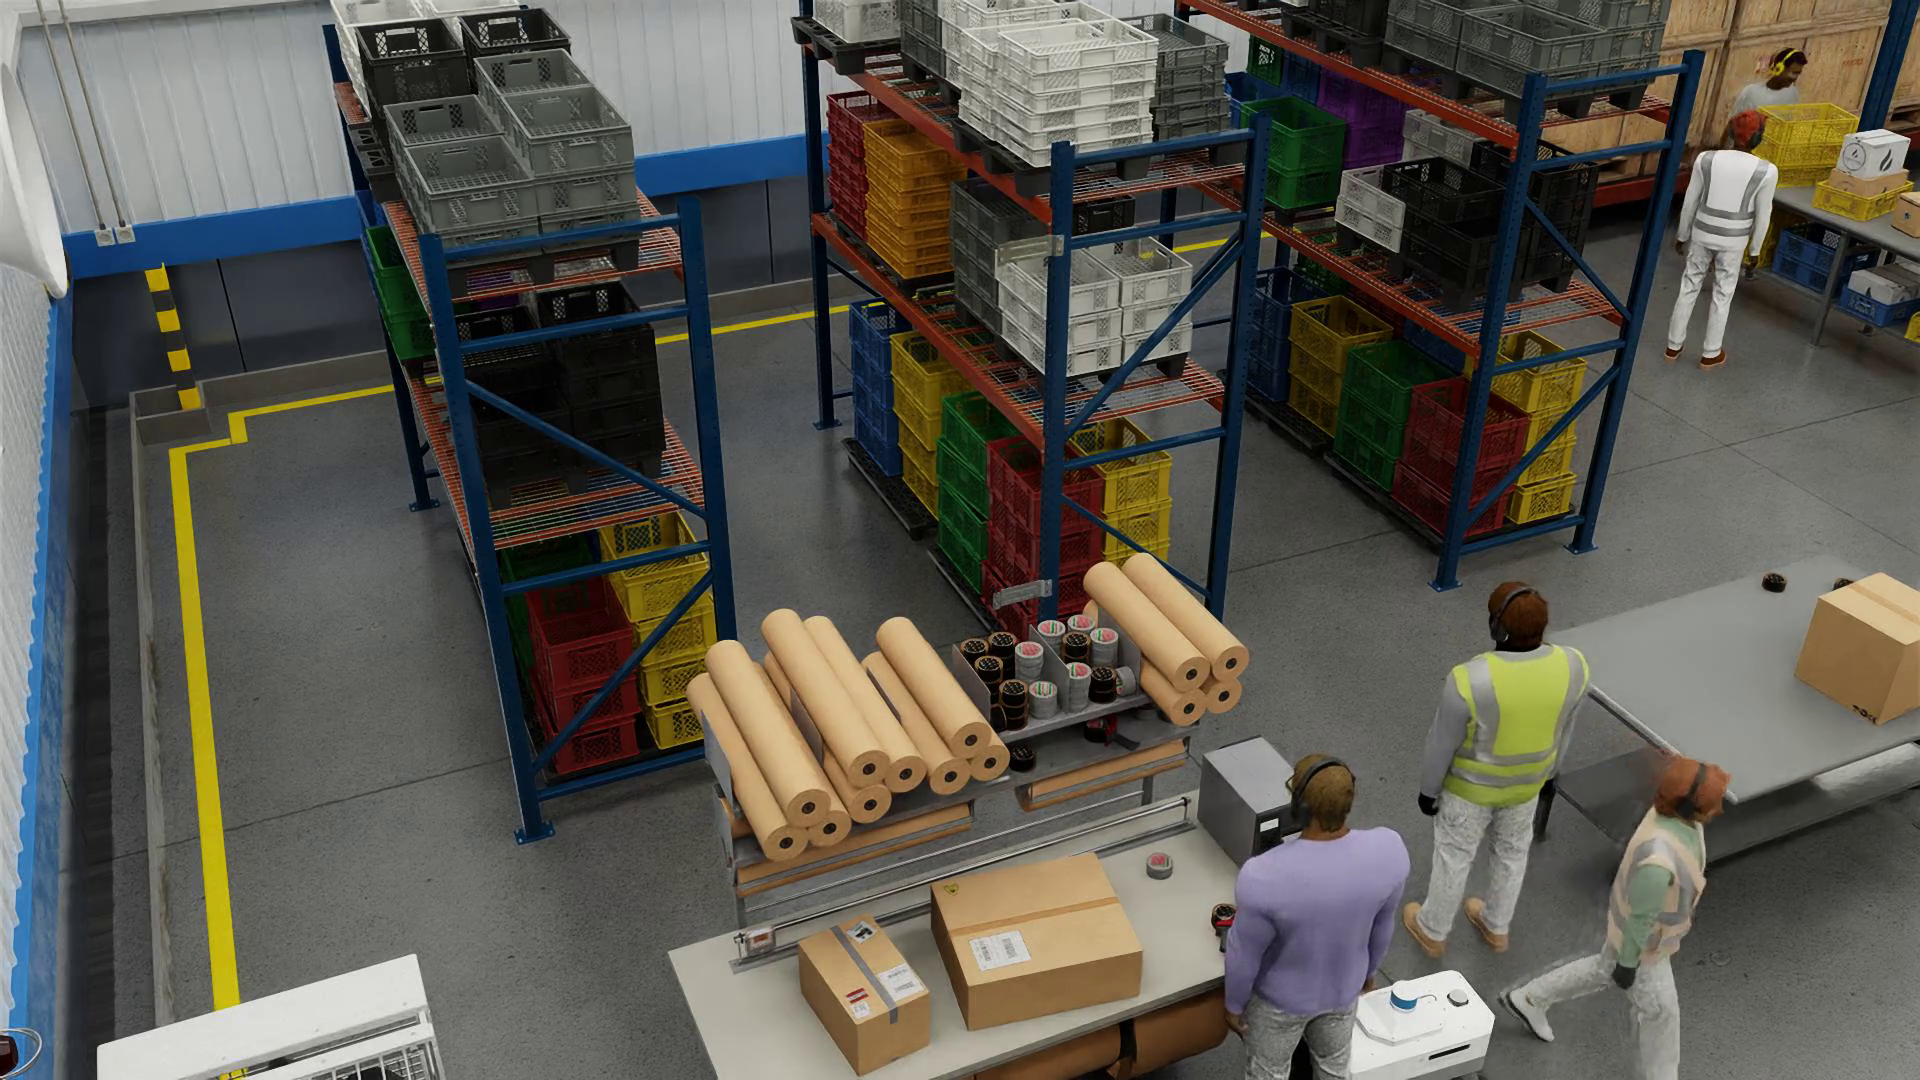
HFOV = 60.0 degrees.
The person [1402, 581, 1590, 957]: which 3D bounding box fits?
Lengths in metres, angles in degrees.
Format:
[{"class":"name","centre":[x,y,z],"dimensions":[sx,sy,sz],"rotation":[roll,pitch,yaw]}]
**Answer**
[{"class":"person","centre":[2.184,0.974,6.881],"dimensions":[0.627,1.842,0.429],"rotation":[-6,32,-10]}]

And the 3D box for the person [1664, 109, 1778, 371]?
[{"class":"person","centre":[5.427,-2.137,11.885],"dimensions":[0.584,1.884,0.337],"rotation":[22,38,31]}]

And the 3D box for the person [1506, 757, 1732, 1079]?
[{"class":"person","centre":[2.581,1.456,6.320],"dimensions":[0.816,1.600,0.528],"rotation":[17,36,26]}]

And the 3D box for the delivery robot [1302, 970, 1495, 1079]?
[{"class":"delivery robot","centre":[1.702,1.921,6.470],"dimensions":[0.707,0.478,0.477],"rotation":[-10,33,-16]}]

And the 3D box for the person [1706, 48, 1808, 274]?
[{"class":"person","centre":[6.390,-3.057,13.425],"dimensions":[0.582,1.836,0.502],"rotation":[-3,32,-4]}]

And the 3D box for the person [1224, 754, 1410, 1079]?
[{"class":"person","centre":[1.209,1.557,5.847],"dimensions":[0.627,1.932,0.368],"rotation":[-8,33,-13]}]
